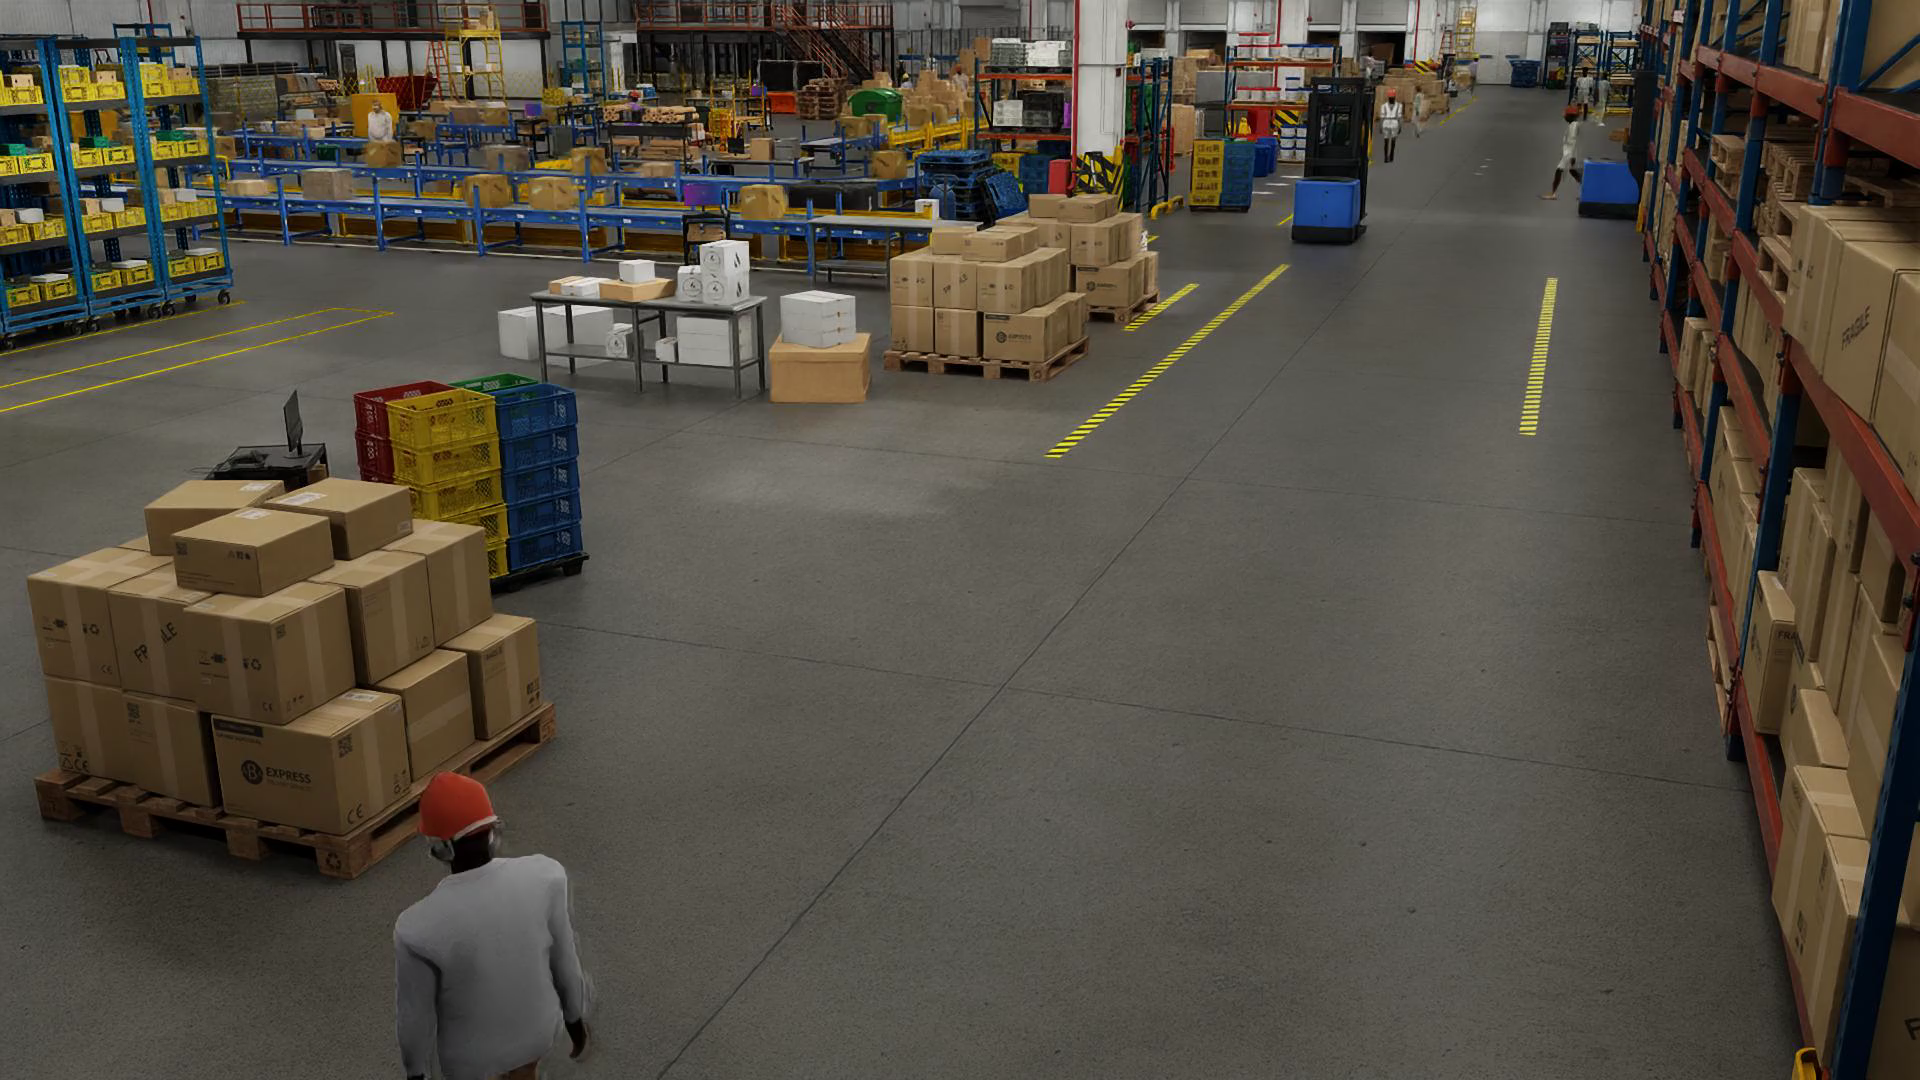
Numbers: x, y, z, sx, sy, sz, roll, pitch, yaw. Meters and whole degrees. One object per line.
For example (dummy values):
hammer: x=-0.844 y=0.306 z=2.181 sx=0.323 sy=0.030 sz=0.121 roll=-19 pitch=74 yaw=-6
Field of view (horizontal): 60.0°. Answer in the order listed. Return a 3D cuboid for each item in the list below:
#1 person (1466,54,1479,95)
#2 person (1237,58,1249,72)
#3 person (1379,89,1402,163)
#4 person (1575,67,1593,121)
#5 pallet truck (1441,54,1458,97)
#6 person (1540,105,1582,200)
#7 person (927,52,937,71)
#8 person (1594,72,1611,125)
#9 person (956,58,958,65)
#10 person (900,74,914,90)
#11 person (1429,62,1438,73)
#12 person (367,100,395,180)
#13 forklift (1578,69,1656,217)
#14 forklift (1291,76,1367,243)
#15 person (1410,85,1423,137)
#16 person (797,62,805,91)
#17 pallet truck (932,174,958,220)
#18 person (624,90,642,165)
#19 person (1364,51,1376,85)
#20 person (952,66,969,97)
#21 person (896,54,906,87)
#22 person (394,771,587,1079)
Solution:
person: x=24.857 y=-22.523 z=80.491 sx=0.453 sy=1.911 sz=0.594 roll=-1 pitch=18 yaw=-3
person: x=12.616 y=-20.796 z=74.860 sx=0.690 sy=2.000 sz=0.538 roll=13 pitch=22 yaw=34
person: x=11.464 y=-11.027 z=44.355 sx=0.581 sy=1.917 sz=0.553 roll=5 pitch=18 yaw=16
person: x=22.952 y=-16.415 z=61.243 sx=0.598 sy=1.959 sz=0.386 roll=11 pitch=21 yaw=31
pallet truck: x=22.765 y=-21.886 z=78.355 sx=0.823 sy=1.965 sz=1.885 roll=-4 pitch=18 yaw=-14
person: x=13.142 y=-8.304 z=35.695 sx=1.035 sy=2.000 sz=0.626 roll=6 pitch=19 yaw=18
person: x=-1.473 y=-24.290 z=86.094 sx=0.584 sy=1.882 sz=0.337 roll=-8 pitch=19 yaw=-23
person: x=22.851 y=-15.653 z=59.016 sx=0.394 sy=1.853 sz=0.511 roll=-7 pitch=19 yaw=-20
person: x=0.057 y=-24.886 z=87.985 sx=0.605 sy=1.880 sz=0.976 roll=5 pitch=18 yaw=14
person: x=-1.875 y=-15.364 z=58.145 sx=0.403 sy=1.821 sz=0.597 roll=16 pitch=24 yaw=41
person: x=19.204 y=-18.377 z=67.456 sx=0.510 sy=1.916 sz=0.565 roll=15 pitch=23 yaw=40
person: x=-13.912 y=-9.592 z=39.900 sx=0.656 sy=1.896 sz=0.420 roll=4 pitch=18 yaw=13
forklift: x=13.219 y=-7.740 z=32.475 sx=1.873 sy=2.768 sz=1.129 roll=6 pitch=19 yaw=18
forklift: x=6.598 y=-6.755 z=29.381 sx=1.129 sy=2.768 sz=1.873 roll=6 pitch=19 yaw=19
person: x=14.709 y=-13.804 z=53.569 sx=0.362 sy=1.630 sz=0.530 roll=8 pitch=19 yaw=24
person: x=-6.868 y=-19.464 z=70.986 sx=0.844 sy=1.858 sz=0.570 roll=-13 pitch=22 yaw=-34
pallet truck: x=-0.507 y=-5.292 z=27.348 sx=0.653 sy=1.274 sz=1.630 roll=6 pitch=19 yaw=19
person: x=-8.609 y=-10.880 z=43.906 sx=0.553 sy=1.918 sz=0.419 roll=7 pitch=19 yaw=21
person: x=22.383 y=-25.692 z=90.618 sx=0.645 sy=1.801 sz=0.902 roll=-11 pitch=21 yaw=-32
person: x=0.022 y=-16.820 z=62.517 sx=0.631 sy=1.954 sz=0.453 roll=1 pitch=18 yaw=3
person: x=-2.935 y=-23.190 z=82.702 sx=0.504 sy=1.847 sz=0.345 roll=-4 pitch=18 yaw=-11
person: x=-1.489 y=1.524 z=5.217 sx=0.579 sy=1.730 sz=0.514 roll=-16 pitch=24 yaw=-41
